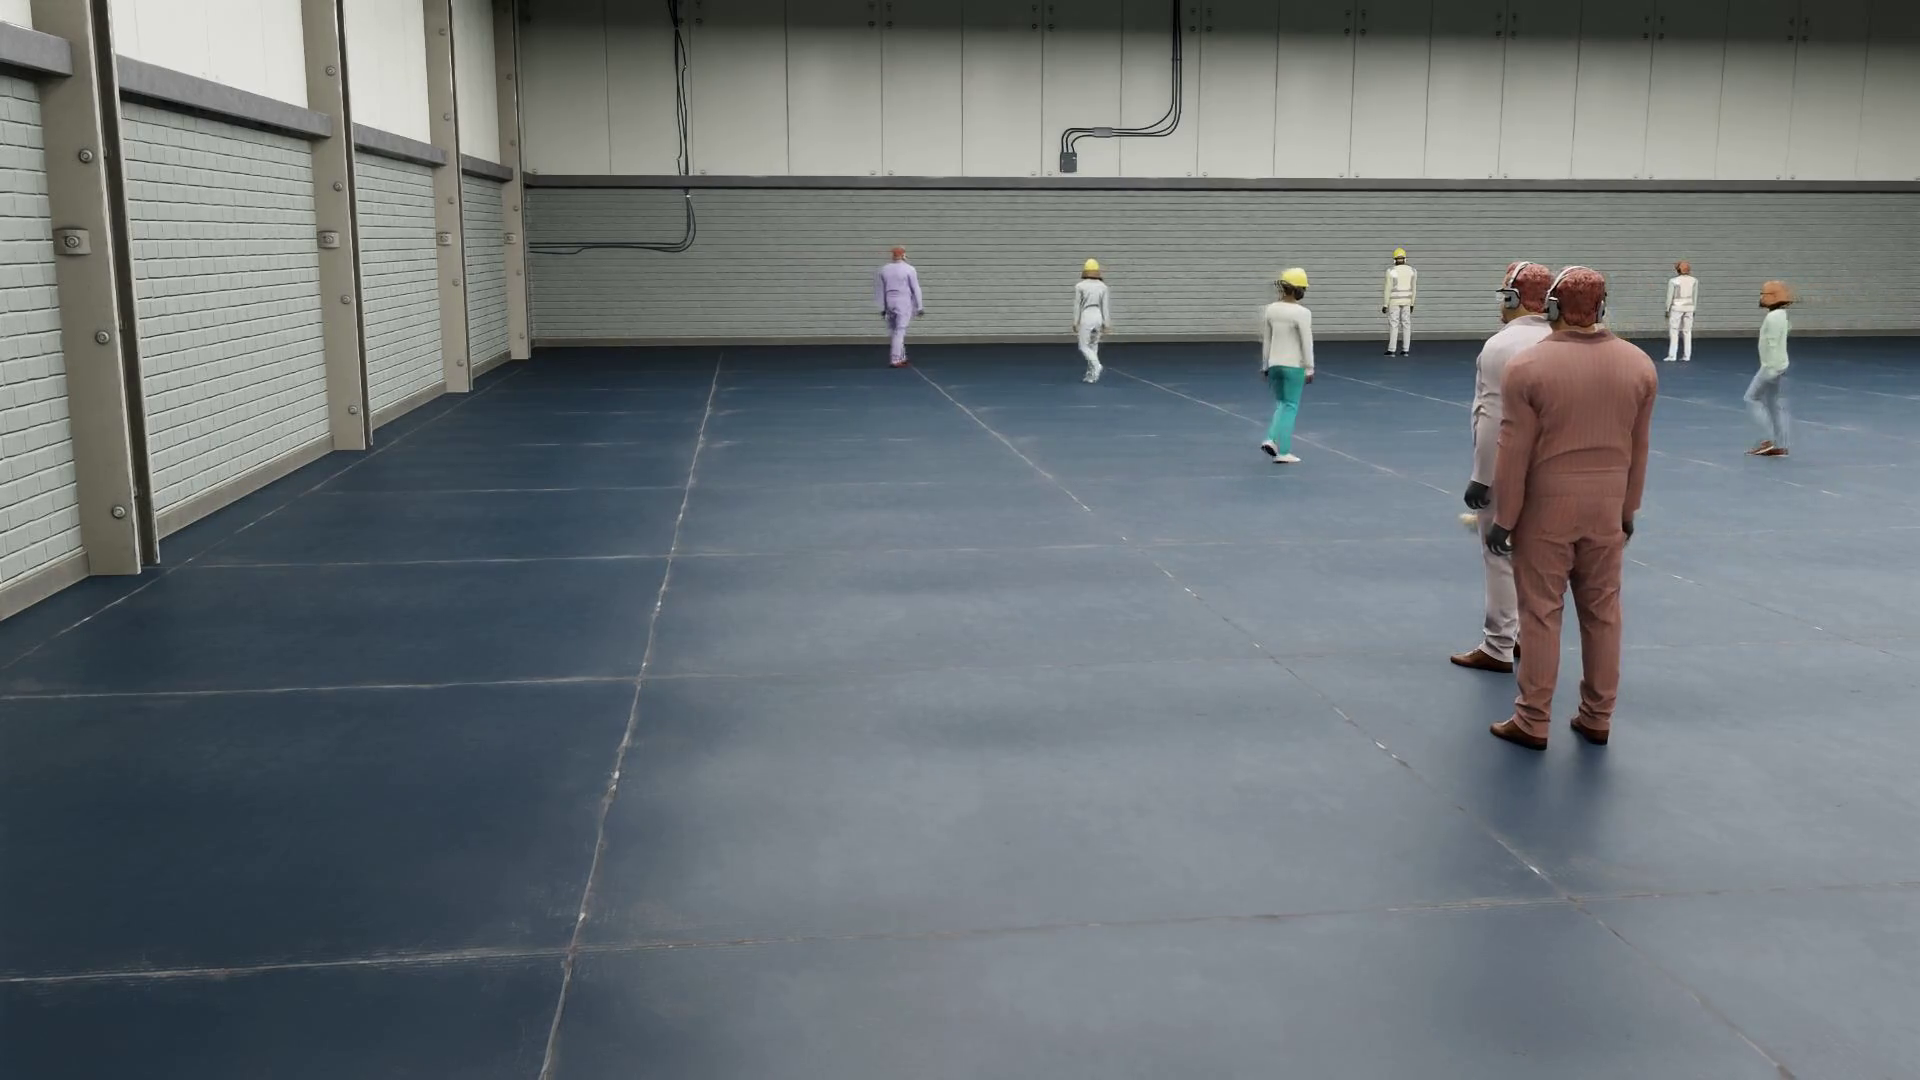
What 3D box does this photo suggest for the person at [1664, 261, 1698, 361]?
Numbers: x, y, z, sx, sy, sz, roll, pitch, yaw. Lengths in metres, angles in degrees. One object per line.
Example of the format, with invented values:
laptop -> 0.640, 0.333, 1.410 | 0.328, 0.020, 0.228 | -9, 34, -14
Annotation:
person -> 11.747, -3.716, 27.083 | 0.519, 1.632, 0.317 | -1, 10, -4

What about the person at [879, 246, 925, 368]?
person -> -0.865, -3.626, 25.894 | 0.664, 1.869, 0.886 | 7, 12, 32

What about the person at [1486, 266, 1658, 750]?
person -> 2.388, -0.119, 6.592 | 0.641, 1.910, 0.401 | -2, 10, -9

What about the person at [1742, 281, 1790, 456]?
person -> 7.446, -1.566, 15.327 | 0.468, 1.620, 0.515 | 7, 12, 33

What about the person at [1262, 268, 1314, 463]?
person -> 2.959, -1.555, 14.897 | 0.387, 1.746, 0.547 | -7, 13, -35

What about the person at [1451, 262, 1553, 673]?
person -> 2.591, -0.337, 7.786 | 0.651, 1.907, 0.409 | -8, 13, -36

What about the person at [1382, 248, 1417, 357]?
person -> 7.432, -4.016, 28.186 | 0.586, 1.823, 0.403 | -3, 11, -14

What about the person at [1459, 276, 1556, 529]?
person -> 3.875, -0.871, 11.082 | 1.009, 1.789, 0.620 | 8, 13, 36

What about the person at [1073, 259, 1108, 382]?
person -> 1.834, -3.011, 22.953 | 0.490, 1.722, 0.625 | -5, 11, -24
